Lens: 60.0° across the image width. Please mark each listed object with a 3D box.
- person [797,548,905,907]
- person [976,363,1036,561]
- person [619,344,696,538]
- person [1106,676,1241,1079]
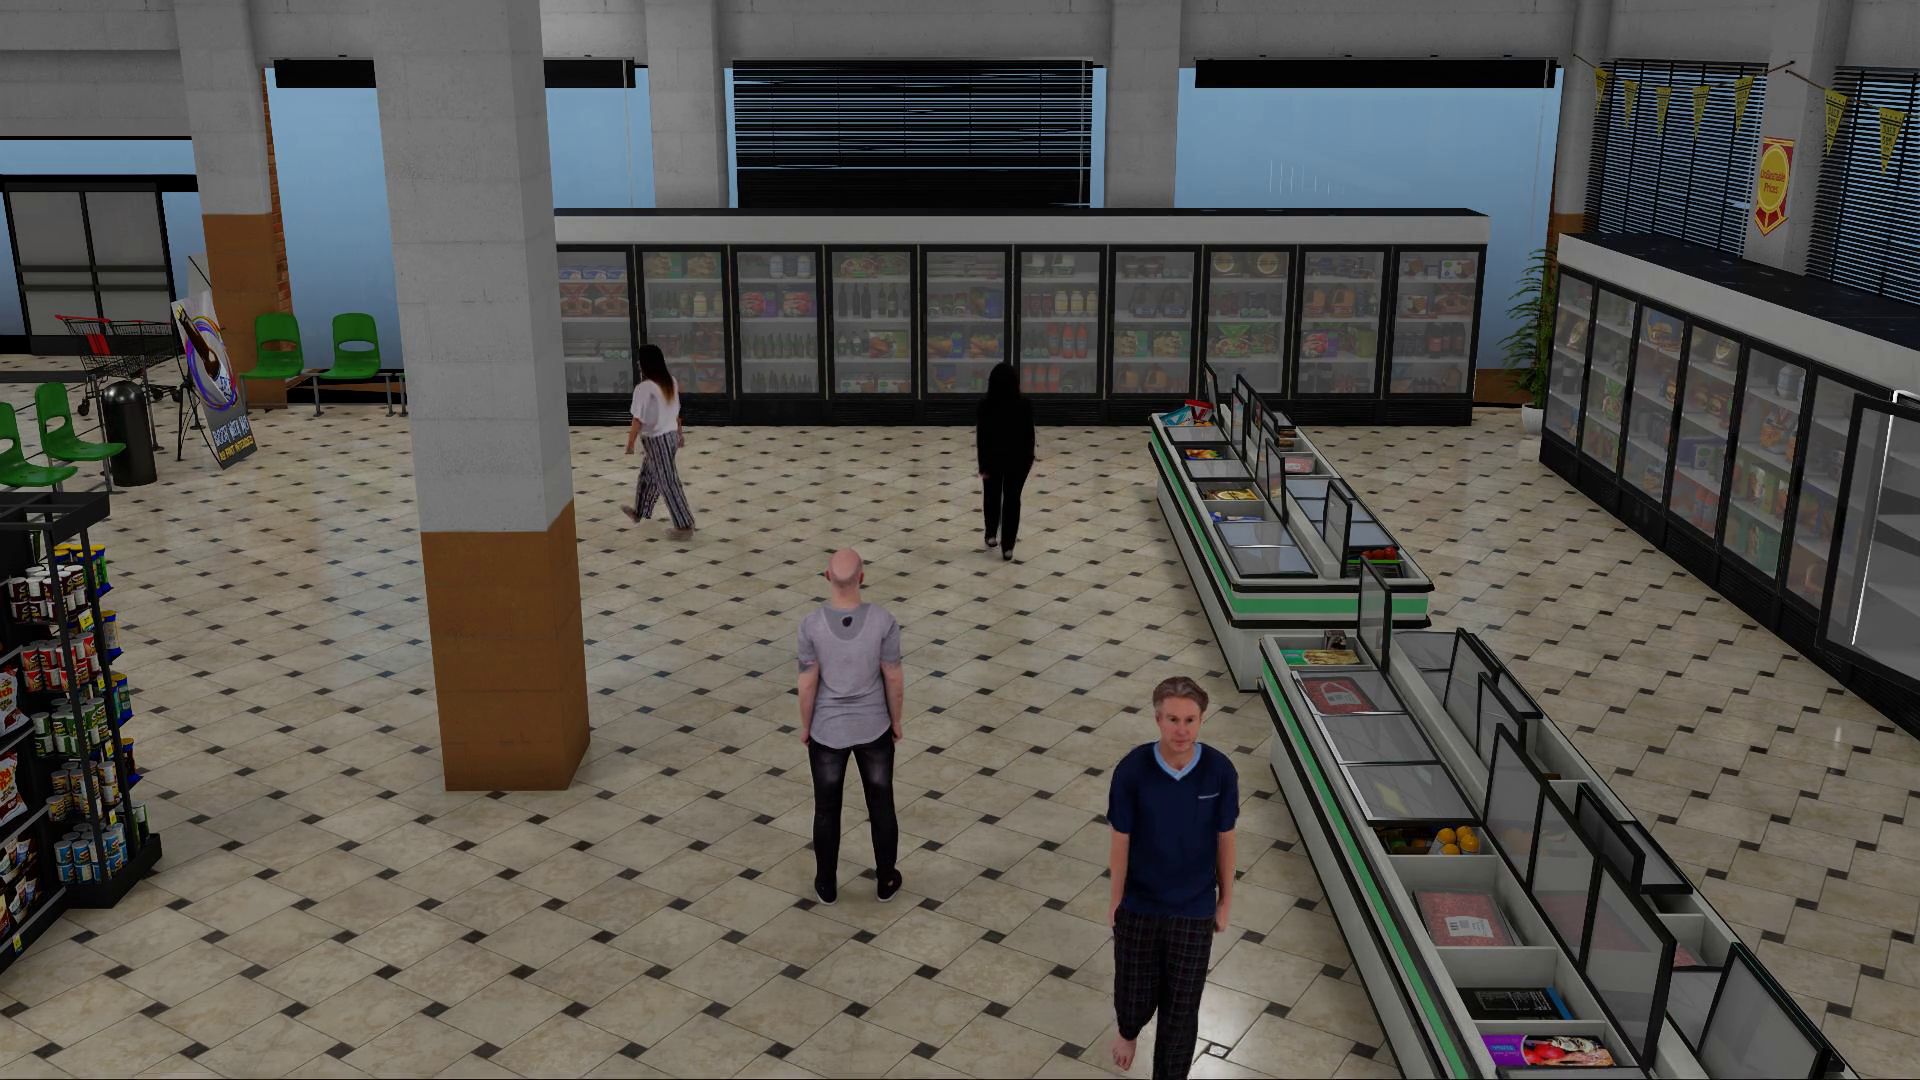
[{"bbox_3d":[-0.535,0.911,8.130,0.669,1.838,0.587,-1,17,-3],"label":"person"},{"bbox_3d":[0.378,-0.620,13.586,0.642,1.597,0.770,0,17,0],"label":"person"},{"bbox_3d":[-2.487,-0.809,14.157,1.038,1.627,1.154,7,18,23],"label":"person"},{"bbox_3d":[0.795,1.387,6.520,0.657,1.862,0.776,0,17,0],"label":"person"}]
